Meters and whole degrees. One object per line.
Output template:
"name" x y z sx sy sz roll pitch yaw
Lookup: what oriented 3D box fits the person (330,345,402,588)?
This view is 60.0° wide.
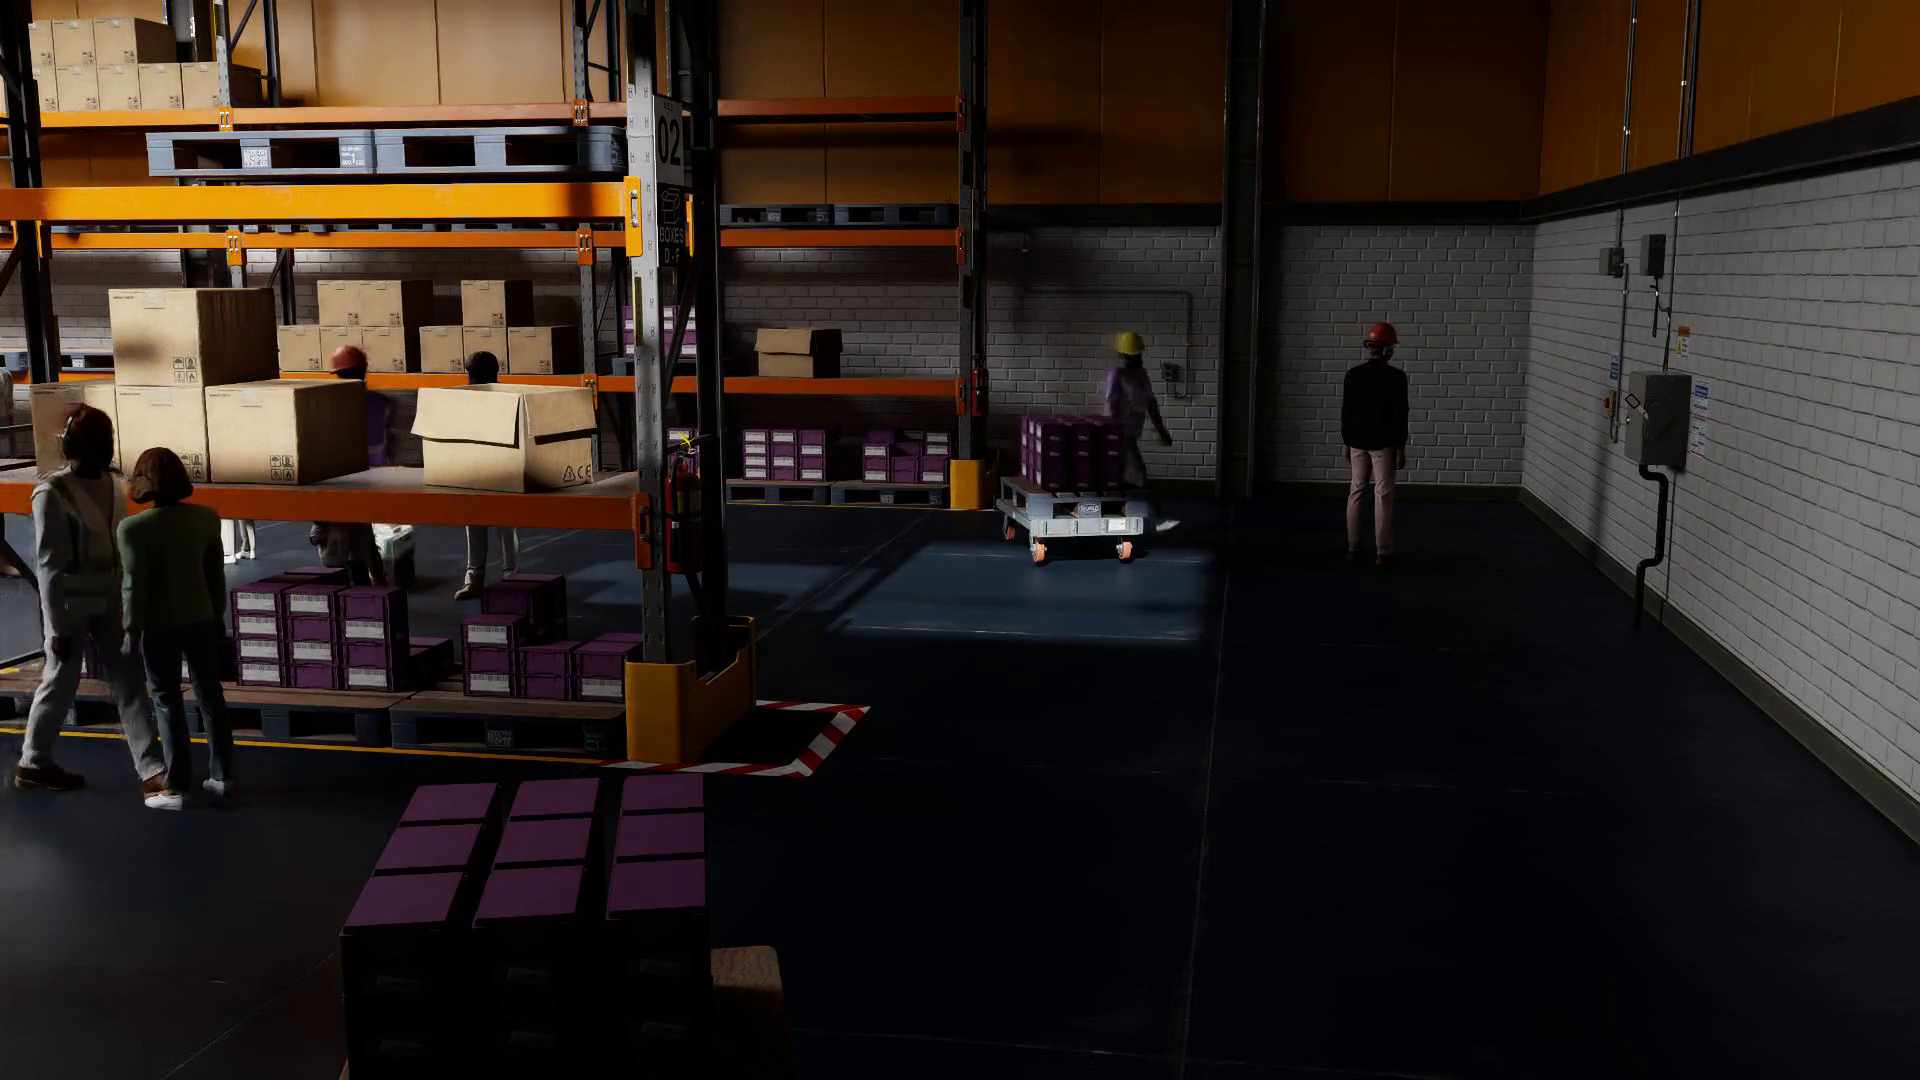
"person" -4.350 -0.435 11.862 0.958 1.882 0.549 7 11 35

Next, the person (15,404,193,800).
"person" -3.947 0.299 7.499 0.971 1.830 0.585 2 9 14

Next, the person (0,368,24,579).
"person" -7.547 -0.679 12.887 0.389 2.045 0.606 4 10 21

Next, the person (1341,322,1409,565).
"person" 3.438 -0.794 13.752 0.392 1.995 0.612 -8 12 -40

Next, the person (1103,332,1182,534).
"person" 1.619 -0.983 15.316 0.983 1.861 0.698 5 11 30

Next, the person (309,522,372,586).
"person" -3.923 -0.122 10.506 0.320 1.695 0.537 2 9 13

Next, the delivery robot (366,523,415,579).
"delivery robot" -4.437 0.037 12.762 0.477 0.478 0.707 -1 9 -4

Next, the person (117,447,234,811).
"person" -3.530 0.397 7.485 0.271 1.631 0.507 5 11 30

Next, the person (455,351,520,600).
"person" -3.465 -0.462 12.187 0.620 1.838 0.430 2 9 14

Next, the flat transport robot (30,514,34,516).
"flat transport robot" -9.295 -0.431 16.831 1.431 0.197 0.652 7 12 38

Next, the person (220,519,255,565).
"person" -6.062 -0.610 13.720 0.315 1.636 0.515 3 10 20
